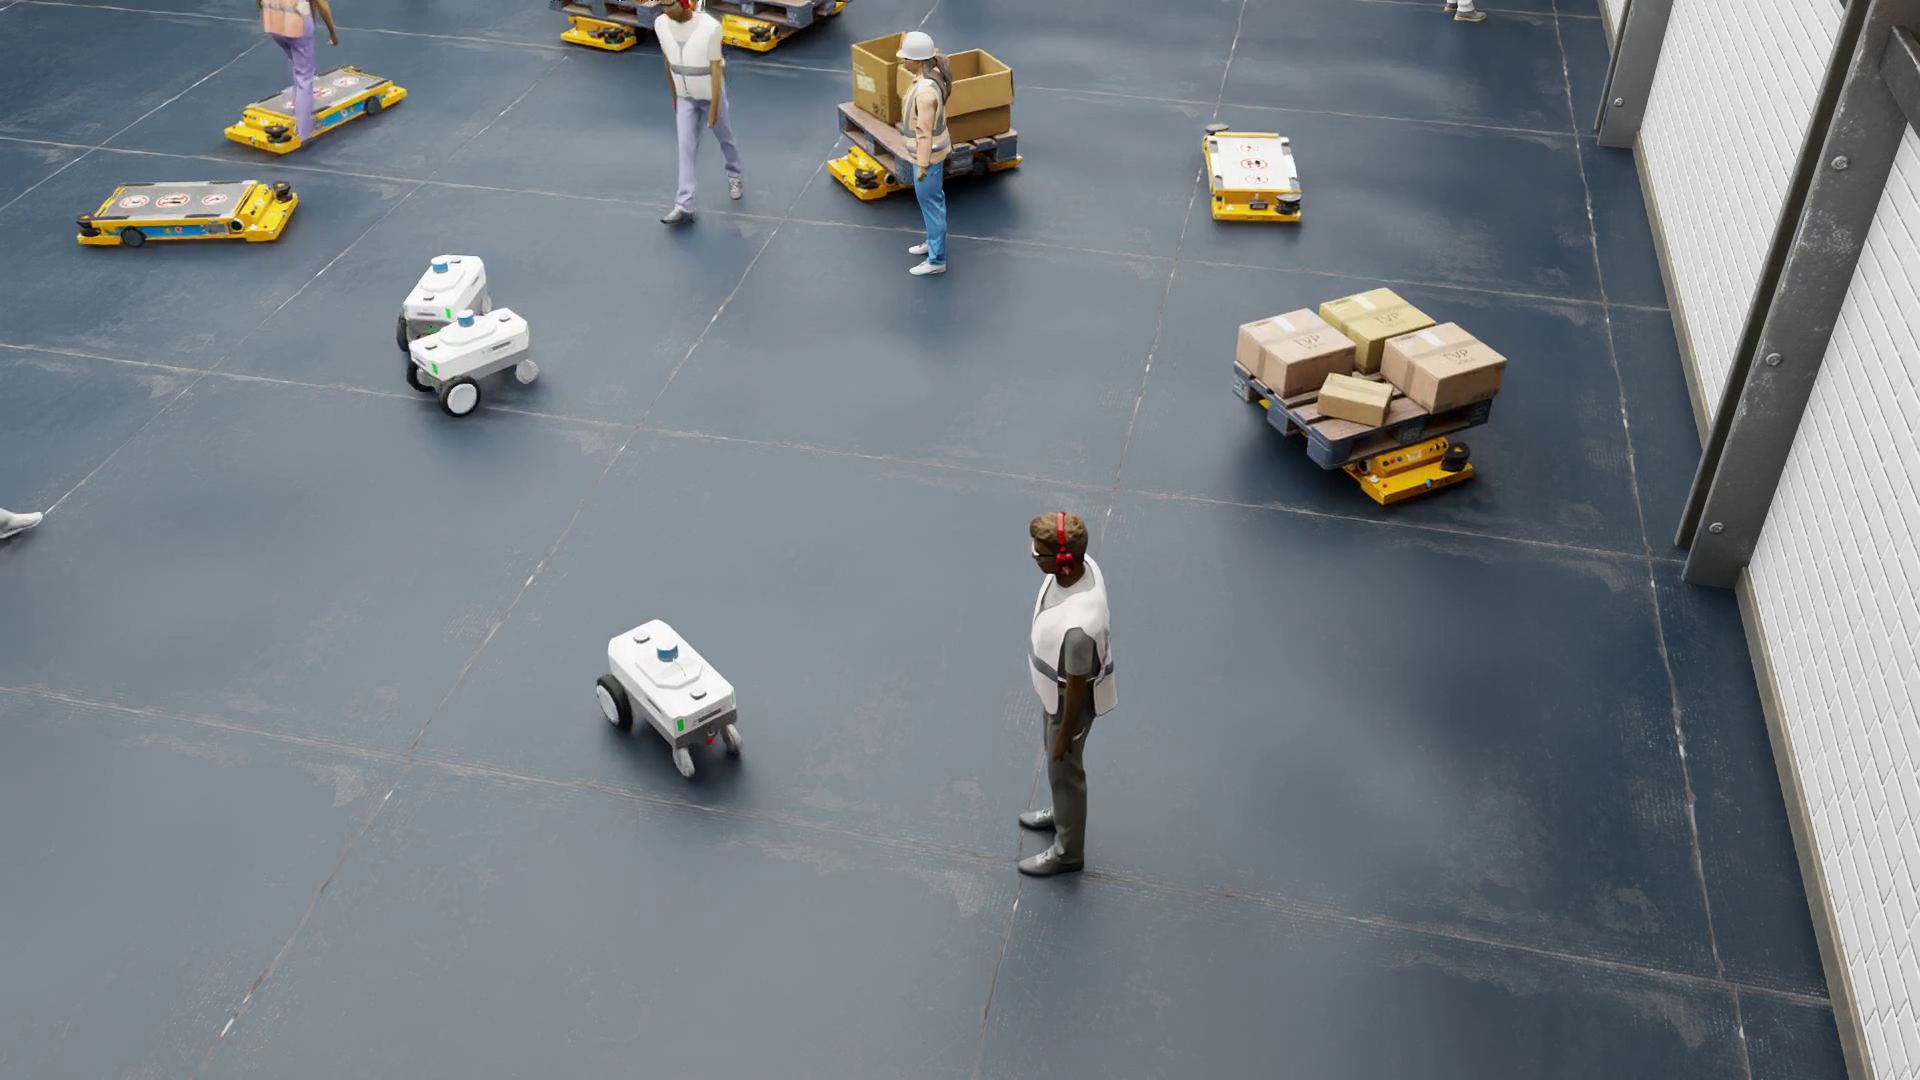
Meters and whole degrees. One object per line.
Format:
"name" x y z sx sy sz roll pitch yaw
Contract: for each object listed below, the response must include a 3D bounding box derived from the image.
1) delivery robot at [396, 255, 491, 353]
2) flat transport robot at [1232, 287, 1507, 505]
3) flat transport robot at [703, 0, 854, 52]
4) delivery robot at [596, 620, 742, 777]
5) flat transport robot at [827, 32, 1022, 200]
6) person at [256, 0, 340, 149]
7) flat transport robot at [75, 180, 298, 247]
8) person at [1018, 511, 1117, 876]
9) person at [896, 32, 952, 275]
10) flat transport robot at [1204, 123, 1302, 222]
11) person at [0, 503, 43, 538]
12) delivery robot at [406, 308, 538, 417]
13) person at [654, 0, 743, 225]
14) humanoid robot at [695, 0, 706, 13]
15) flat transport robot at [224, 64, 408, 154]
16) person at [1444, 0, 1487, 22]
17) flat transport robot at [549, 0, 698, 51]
"delivery robot" -3.432 -1.584 11.114 0.499 0.611 0.814 4 37 5
"flat transport robot" 2.422 -0.728 10.192 0.659 0.231 1.431 -16 40 -21
"flat transport robot" -1.746 -5.046 15.970 0.659 0.231 1.431 19 41 23
"delivery robot" -1.398 0.719 8.030 0.499 0.609 0.805 -26 44 -30
"flat transport robot" -0.278 -3.054 13.305 1.431 0.231 0.659 -18 40 -22
"person" -5.321 -4.132 13.473 0.599 1.795 0.785 11 38 14
"flat transport robot" -5.803 -2.456 12.505 1.431 0.231 0.659 -2 37 -3
"person" 0.458 0.651 7.044 0.398 1.833 0.570 -1 37 -2
"person" -0.242 -2.703 11.625 0.379 1.721 0.487 -1 37 -1
"flat transport robot" 2.289 -2.894 13.091 0.659 0.231 1.431 2 37 3
"person" -5.553 -0.611 8.828 0.859 1.698 0.501 -11 38 -14
"delivery robot" -3.107 -1.174 10.543 0.765 0.585 0.499 -29 46 -33
"person" -1.968 -3.281 12.342 0.557 1.780 0.951 12 38 15
"humanoid robot" -2.523 -5.469 15.204 0.533 1.671 0.735 17 40 21
"flat transport robot" -5.463 -3.671 14.131 0.659 0.231 1.431 19 41 23
"person" 4.927 -5.899 15.766 0.355 1.882 0.574 -4 37 -6
"flat transport robot" -3.138 -5.047 15.972 0.659 0.231 1.431 17 40 21
